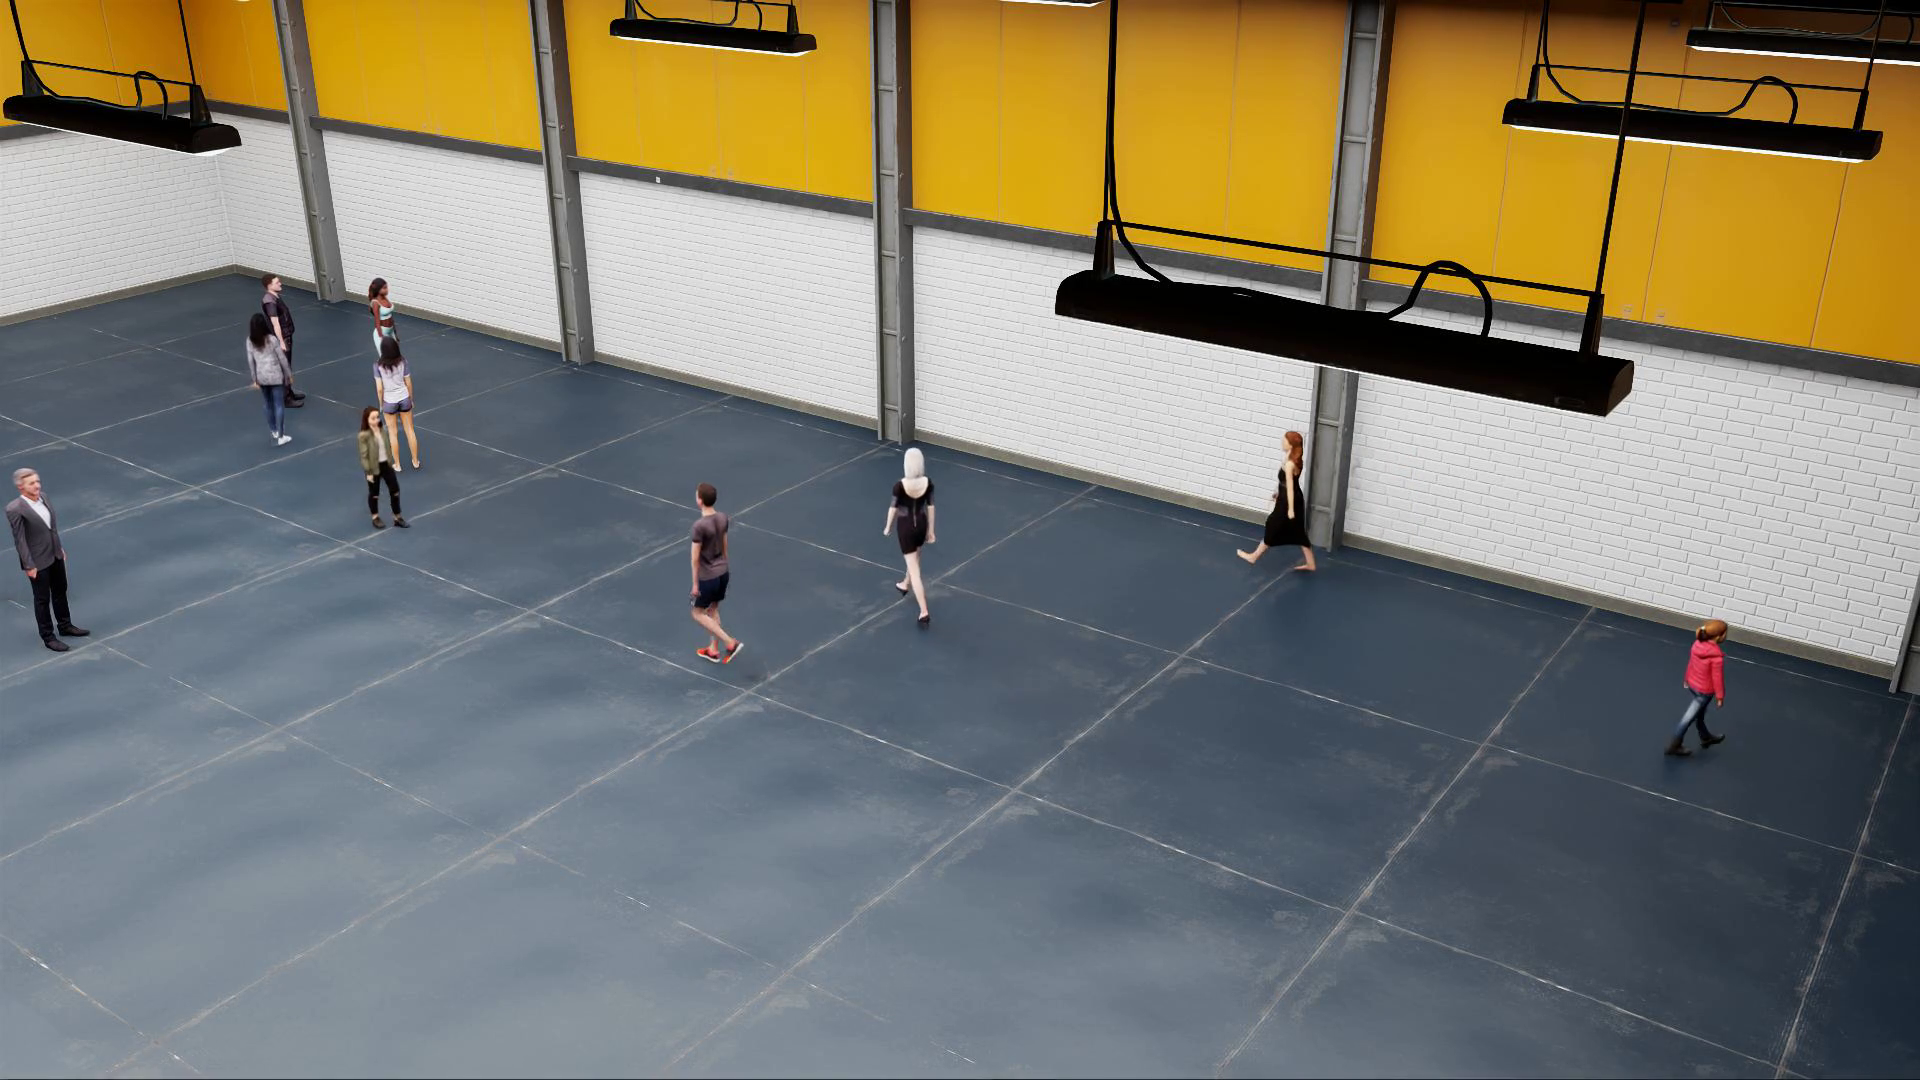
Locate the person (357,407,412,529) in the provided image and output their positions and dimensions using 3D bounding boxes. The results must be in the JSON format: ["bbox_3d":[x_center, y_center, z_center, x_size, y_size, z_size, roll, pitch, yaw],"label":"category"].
[{"bbox_3d":[-6.684,-0.823,18.969,0.765,1.456,0.618,19,30,37],"label":"person"}]

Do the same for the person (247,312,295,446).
[{"bbox_3d":[-8.940,-2.090,21.524,0.845,1.731,0.880,2,24,4],"label":"person"}]

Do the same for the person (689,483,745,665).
[{"bbox_3d":[-2.310,0.368,15.769,0.846,1.837,0.676,14,27,30],"label":"person"}]

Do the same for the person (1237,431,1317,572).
[{"bbox_3d":[3.613,-0.364,17.764,1.135,1.580,0.753,10,25,21],"label":"person"}]

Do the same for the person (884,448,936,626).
[{"bbox_3d":[-0.438,-0.003,16.691,0.990,1.778,1.263,-12,26,-25],"label":"person"}]

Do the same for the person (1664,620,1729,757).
[{"bbox_3d":[6.318,1.290,14.337,0.892,1.295,0.811,-2,24,-5],"label":"person"}]

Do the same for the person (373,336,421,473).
[{"bbox_3d":[-6.995,-1.702,20.636,0.654,1.732,0.640,-14,27,-29],"label":"person"}]

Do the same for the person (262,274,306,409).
[{"bbox_3d":[-9.367,-2.768,22.933,0.869,1.846,0.772,-7,25,-15],"label":"person"}]

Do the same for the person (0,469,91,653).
[{"bbox_3d":[-8.962,0.158,16.250,0.787,1.837,0.800,3,24,6],"label":"person"}]

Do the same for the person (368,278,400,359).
[{"bbox_3d":[-8.029,-2.826,23.220,0.645,1.721,0.643,5,24,12],"label":"person"}]
